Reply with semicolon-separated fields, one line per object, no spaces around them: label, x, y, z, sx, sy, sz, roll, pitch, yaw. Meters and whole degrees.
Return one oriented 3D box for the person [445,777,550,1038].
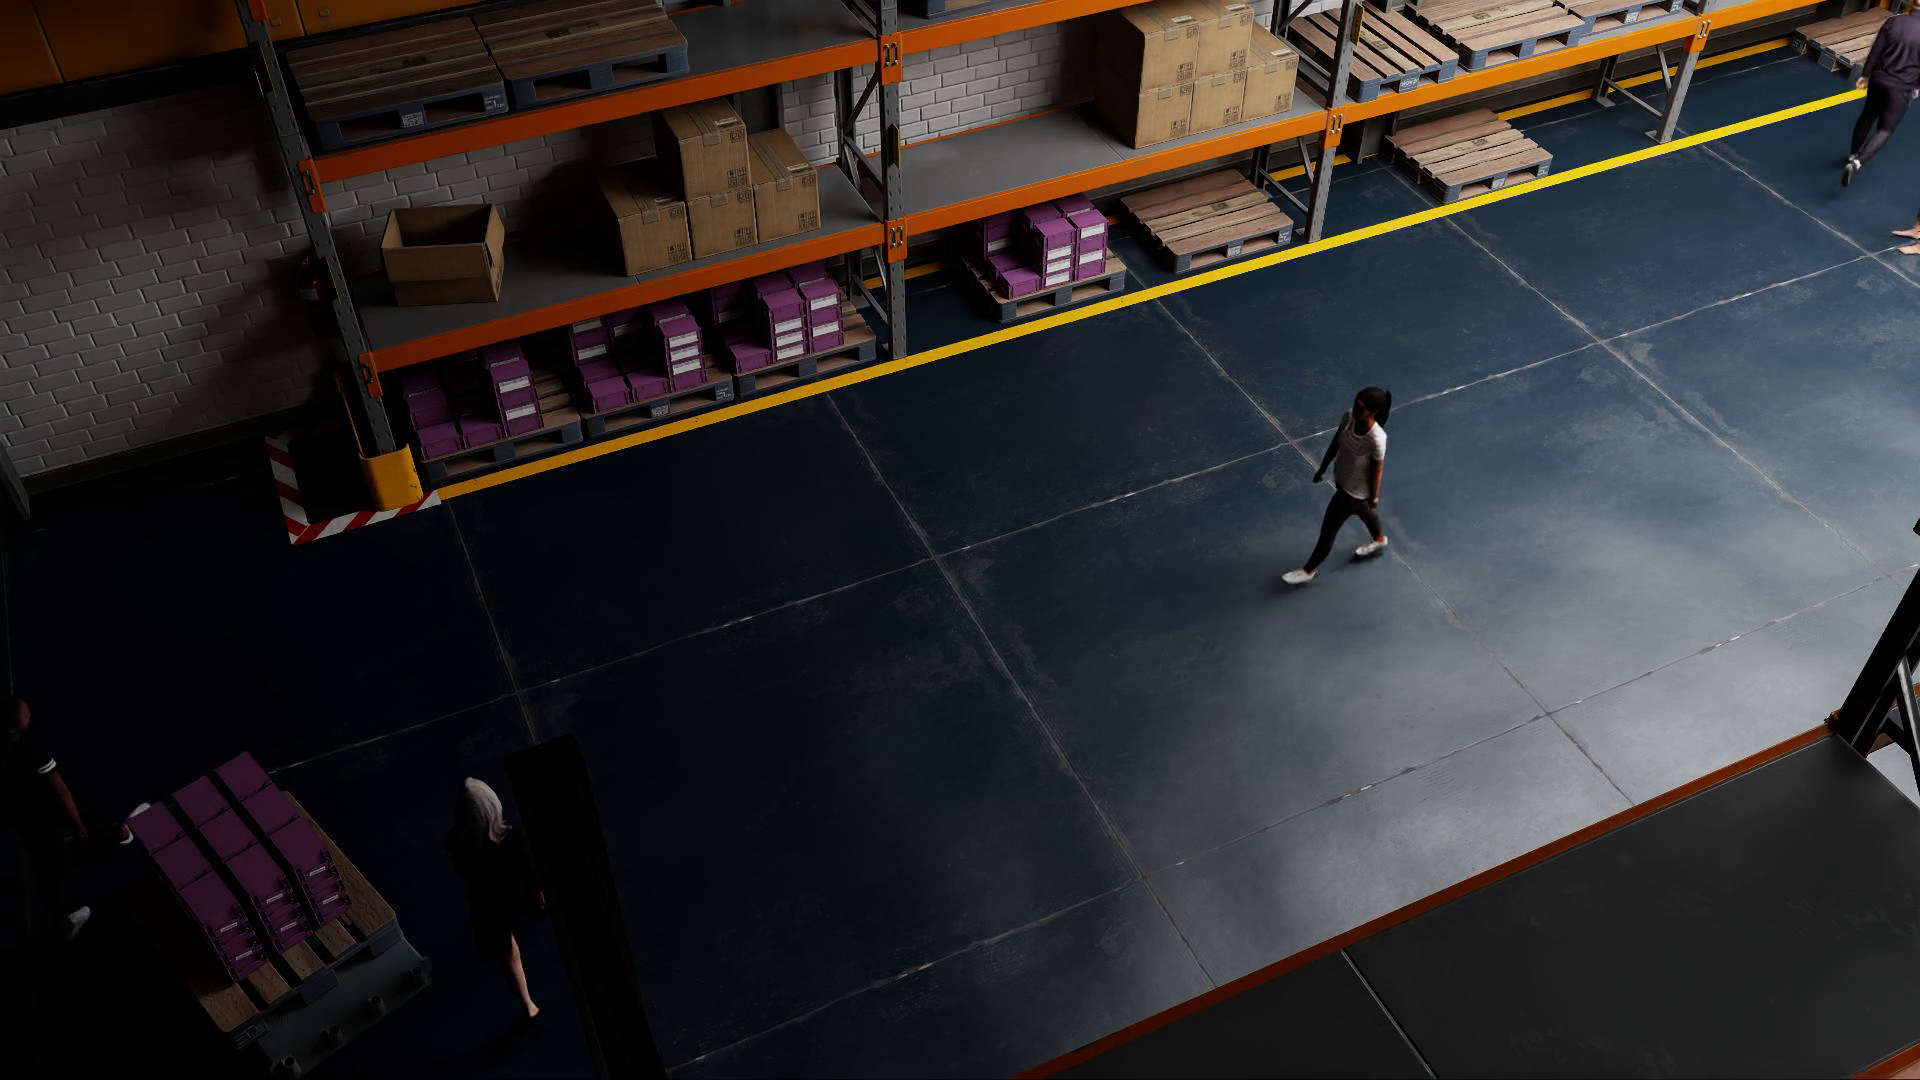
person;-2.372;1.941;8.674;1.151;1.698;0.851;-7;44;-7

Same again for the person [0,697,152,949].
person;-5.043;1.558;9.082;1.193;1.691;1.123;5;44;6

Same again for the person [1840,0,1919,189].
person;8.256;-3.991;14.827;1.196;1.800;0.890;-34;53;-30

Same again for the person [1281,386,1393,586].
person;2.720;-0.406;11.208;1.126;1.601;0.685;-12;45;-13
